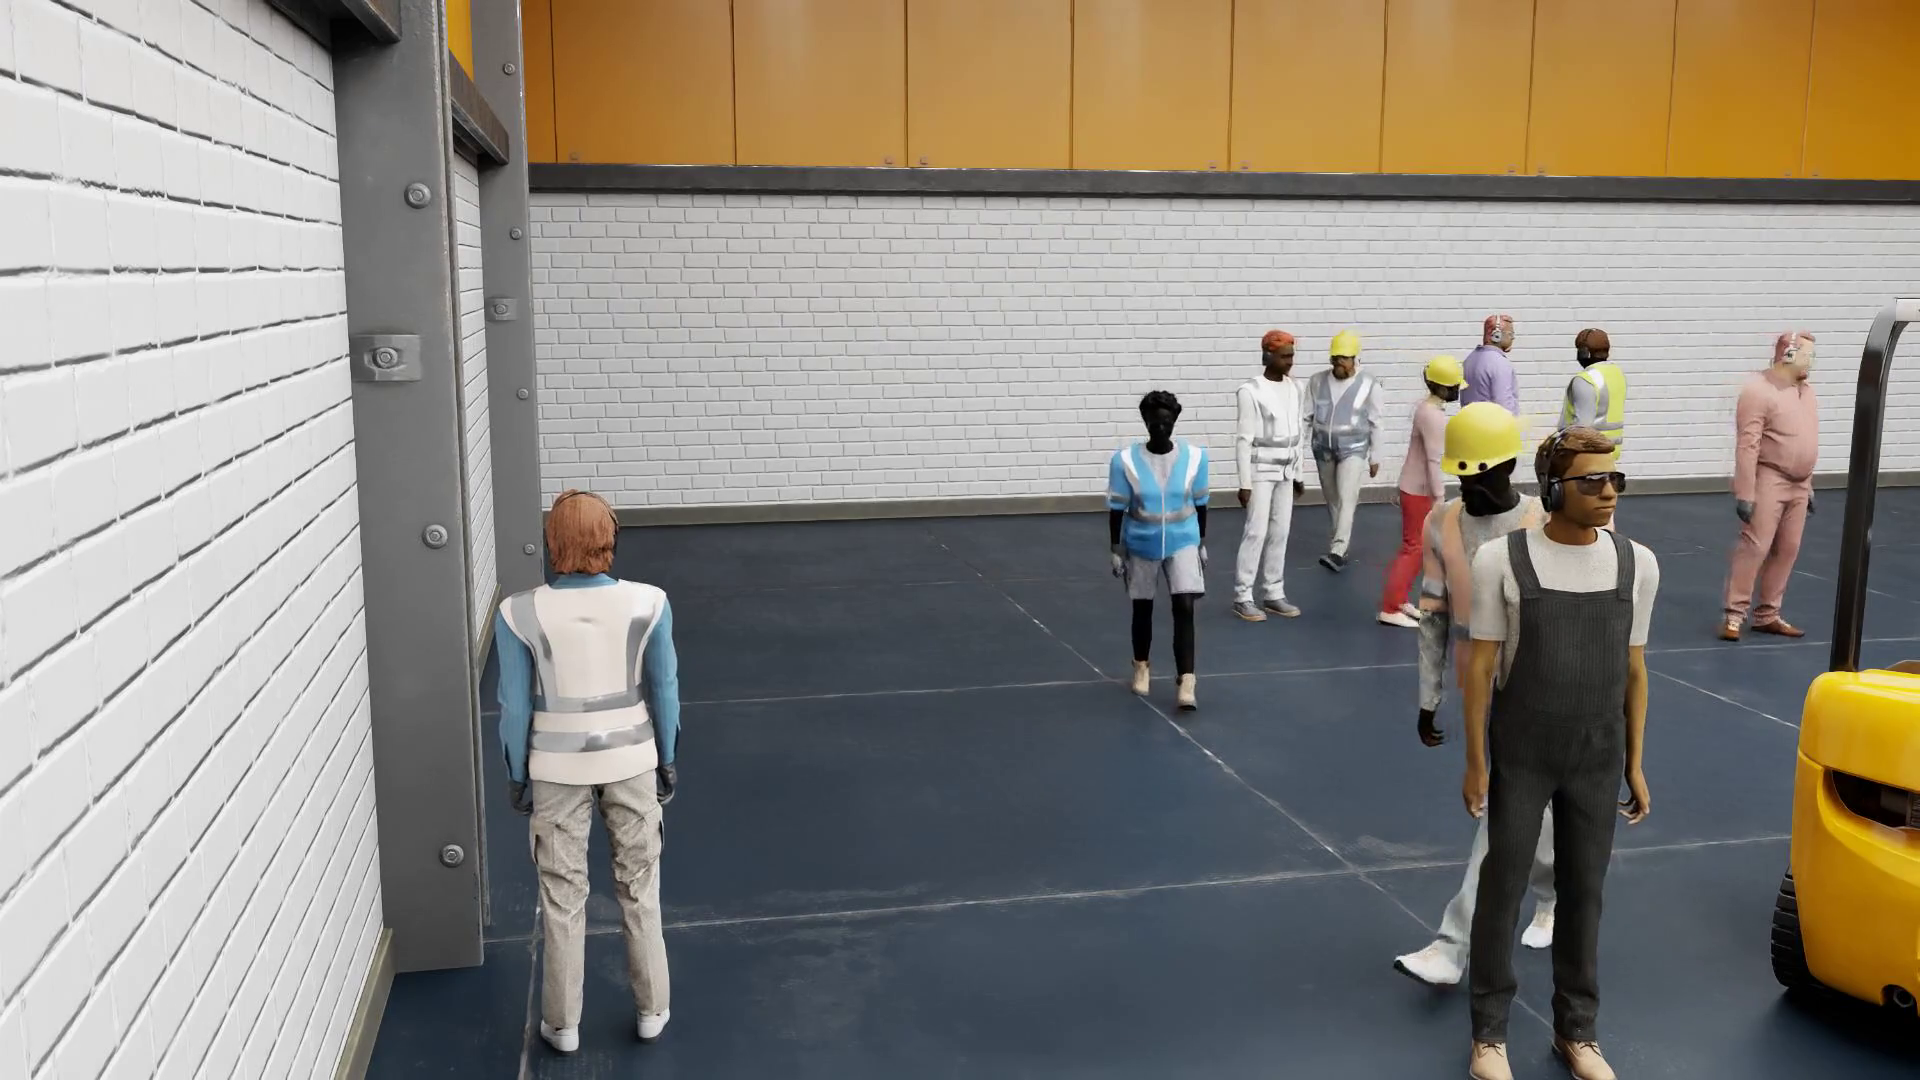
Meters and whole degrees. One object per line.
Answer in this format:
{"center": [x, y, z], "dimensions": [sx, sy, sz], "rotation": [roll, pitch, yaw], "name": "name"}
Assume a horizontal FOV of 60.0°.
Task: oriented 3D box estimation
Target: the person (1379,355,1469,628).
{"center": [2.887, -0.291, 10.387], "dimensions": [0.504, 1.726, 0.541], "rotation": [2, 10, 13], "name": "person"}

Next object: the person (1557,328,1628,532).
{"center": [4.469, -0.582, 11.836], "dimensions": [0.630, 1.840, 0.429], "rotation": [-9, 13, -44], "name": "person"}

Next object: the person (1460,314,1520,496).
{"center": [4.136, -0.795, 12.935], "dimensions": [0.403, 1.904, 0.651], "rotation": [-2, 9, -9], "name": "person"}

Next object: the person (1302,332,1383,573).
{"center": [2.812, -0.659, 12.476], "dimensions": [0.613, 1.781, 0.930], "rotation": [6, 11, 34], "name": "person"}

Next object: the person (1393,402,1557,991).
{"center": [1.746, 0.483, 5.320], "dimensions": [1.040, 1.858, 0.637], "rotation": [-6, 11, -34], "name": "person"}

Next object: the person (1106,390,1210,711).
{"center": [1.016, 0.057, 8.532], "dimensions": [0.539, 1.645, 0.850], "rotation": [0, 9, 2], "name": "person"}

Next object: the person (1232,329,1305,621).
{"center": [1.990, -0.410, 10.707], "dimensions": [0.578, 1.875, 0.346], "rotation": [-7, 12, -38], "name": "person"}

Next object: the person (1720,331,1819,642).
{"center": [4.951, -0.314, 10.138], "dimensions": [0.788, 1.878, 0.411], "rotation": [-5, 11, -29], "name": "person"}

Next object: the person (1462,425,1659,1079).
{"center": [1.639, 0.607, 4.573], "dimensions": [0.510, 1.846, 0.341], "rotation": [0, 9, 0], "name": "person"}

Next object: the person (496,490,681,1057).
{"center": [-1.057, 0.674, 4.791], "dimensions": [0.510, 1.640, 0.308], "rotation": [-3, 10, -17], "name": "person"}

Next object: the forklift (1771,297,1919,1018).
{"center": [3.542, 0.334, 5.177], "dimensions": [2.313, 2.155, 1.214], "rotation": [-9, 13, -43], "name": "forklift"}
